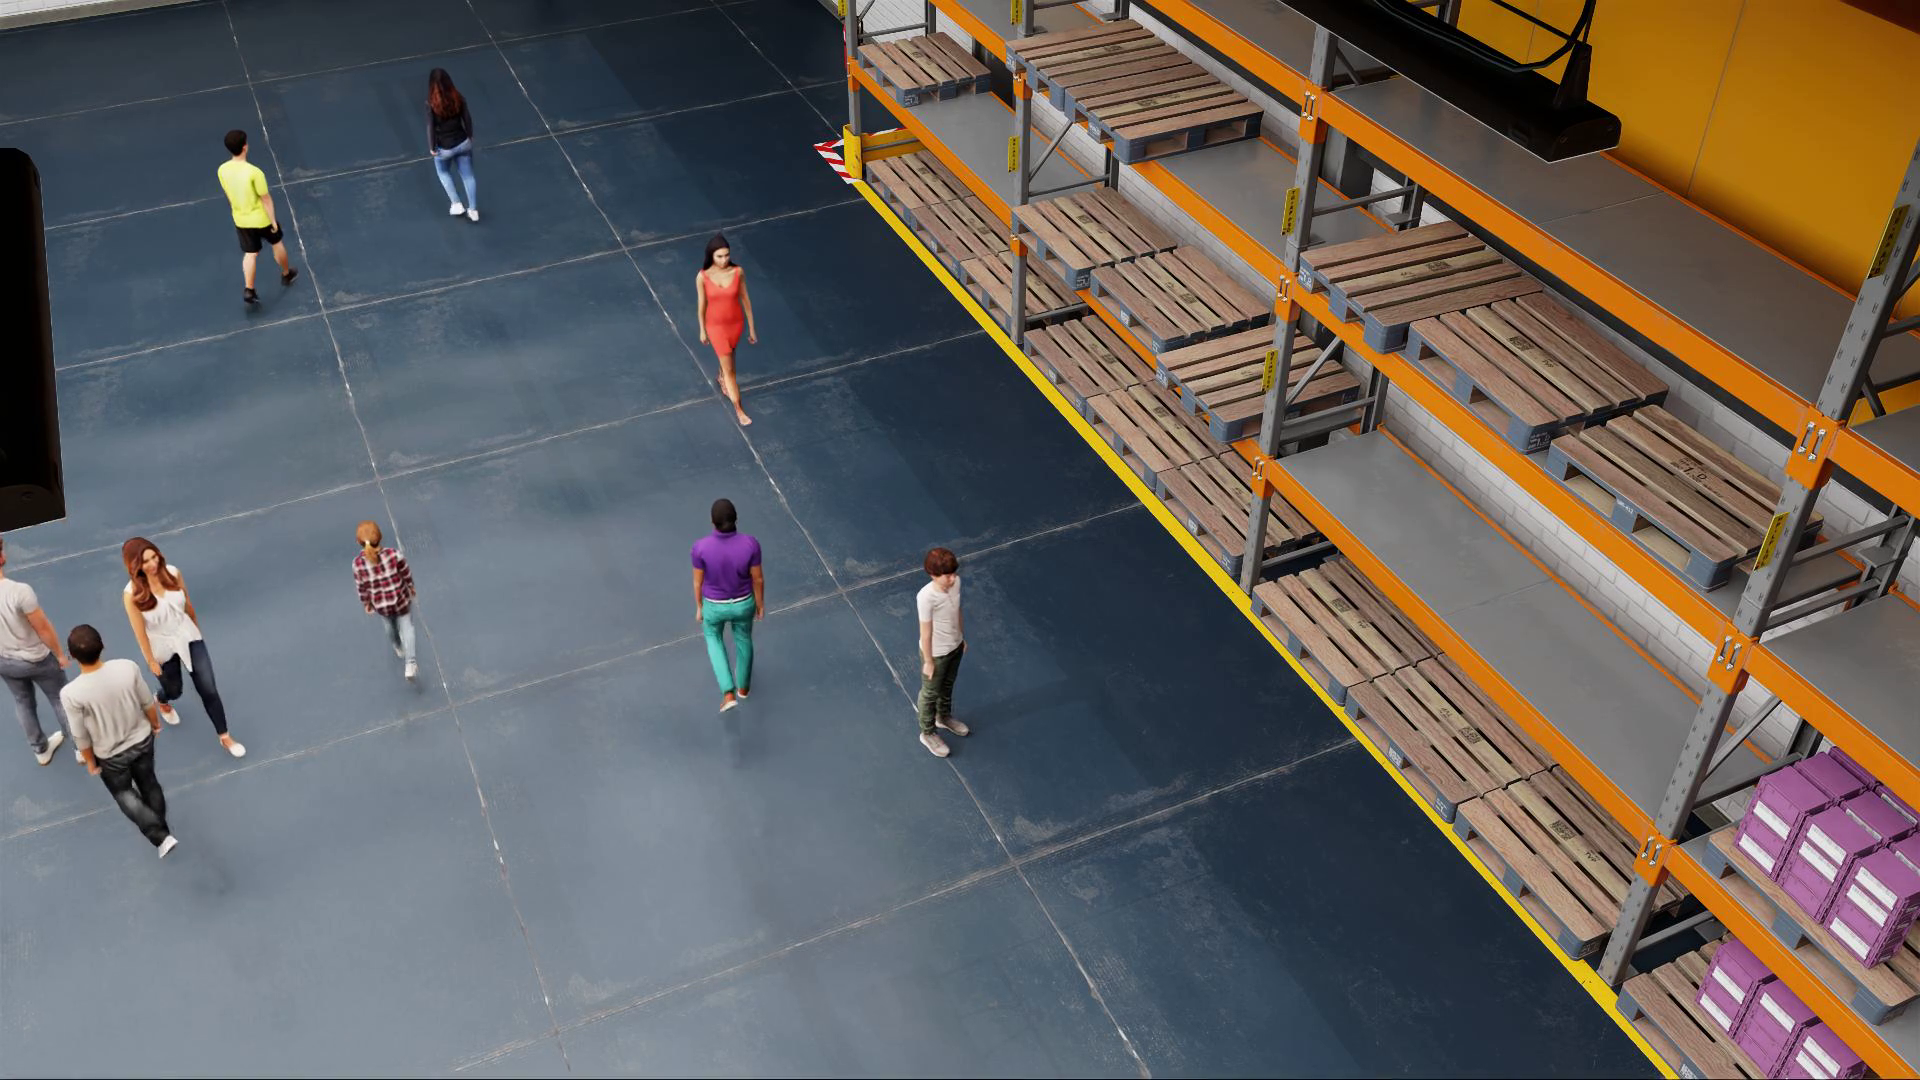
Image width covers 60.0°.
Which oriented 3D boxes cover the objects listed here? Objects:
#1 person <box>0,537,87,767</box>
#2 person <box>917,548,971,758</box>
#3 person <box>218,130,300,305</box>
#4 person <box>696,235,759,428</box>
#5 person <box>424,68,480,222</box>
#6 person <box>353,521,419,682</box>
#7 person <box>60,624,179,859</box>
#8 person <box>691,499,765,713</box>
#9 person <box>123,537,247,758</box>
[{"bbox_3d":[-6.144,0.765,10.891,0.758,1.888,0.756,1,39,1],"label":"person"},{"bbox_3d":[-0.131,0.716,11.139,0.672,1.655,0.655,25,45,28],"label":"person"},{"bbox_3d":[-6.761,-3.041,15.822,0.934,1.680,1.142,1,39,2],"label":"person"},{"bbox_3d":[-2.048,-1.867,14.366,0.600,1.664,1.148,-16,41,-19],"label":"person"},{"bbox_3d":[-5.188,-4.032,17.108,0.714,1.623,0.689,-25,45,-28],"label":"person"},{"bbox_3d":[-4.033,0.441,11.776,0.632,1.289,0.892,-9,39,-11],"label":"person"},{"bbox_3d":[-5.136,1.299,10.295,0.973,1.796,0.853,27,46,30],"label":"person"},{"bbox_3d":[-1.568,0.490,11.337,0.742,1.759,0.915,-8,39,-10],"label":"person"},{"bbox_3d":[-5.300,0.688,11.088,1.137,1.760,0.917,25,45,28],"label":"person"}]
